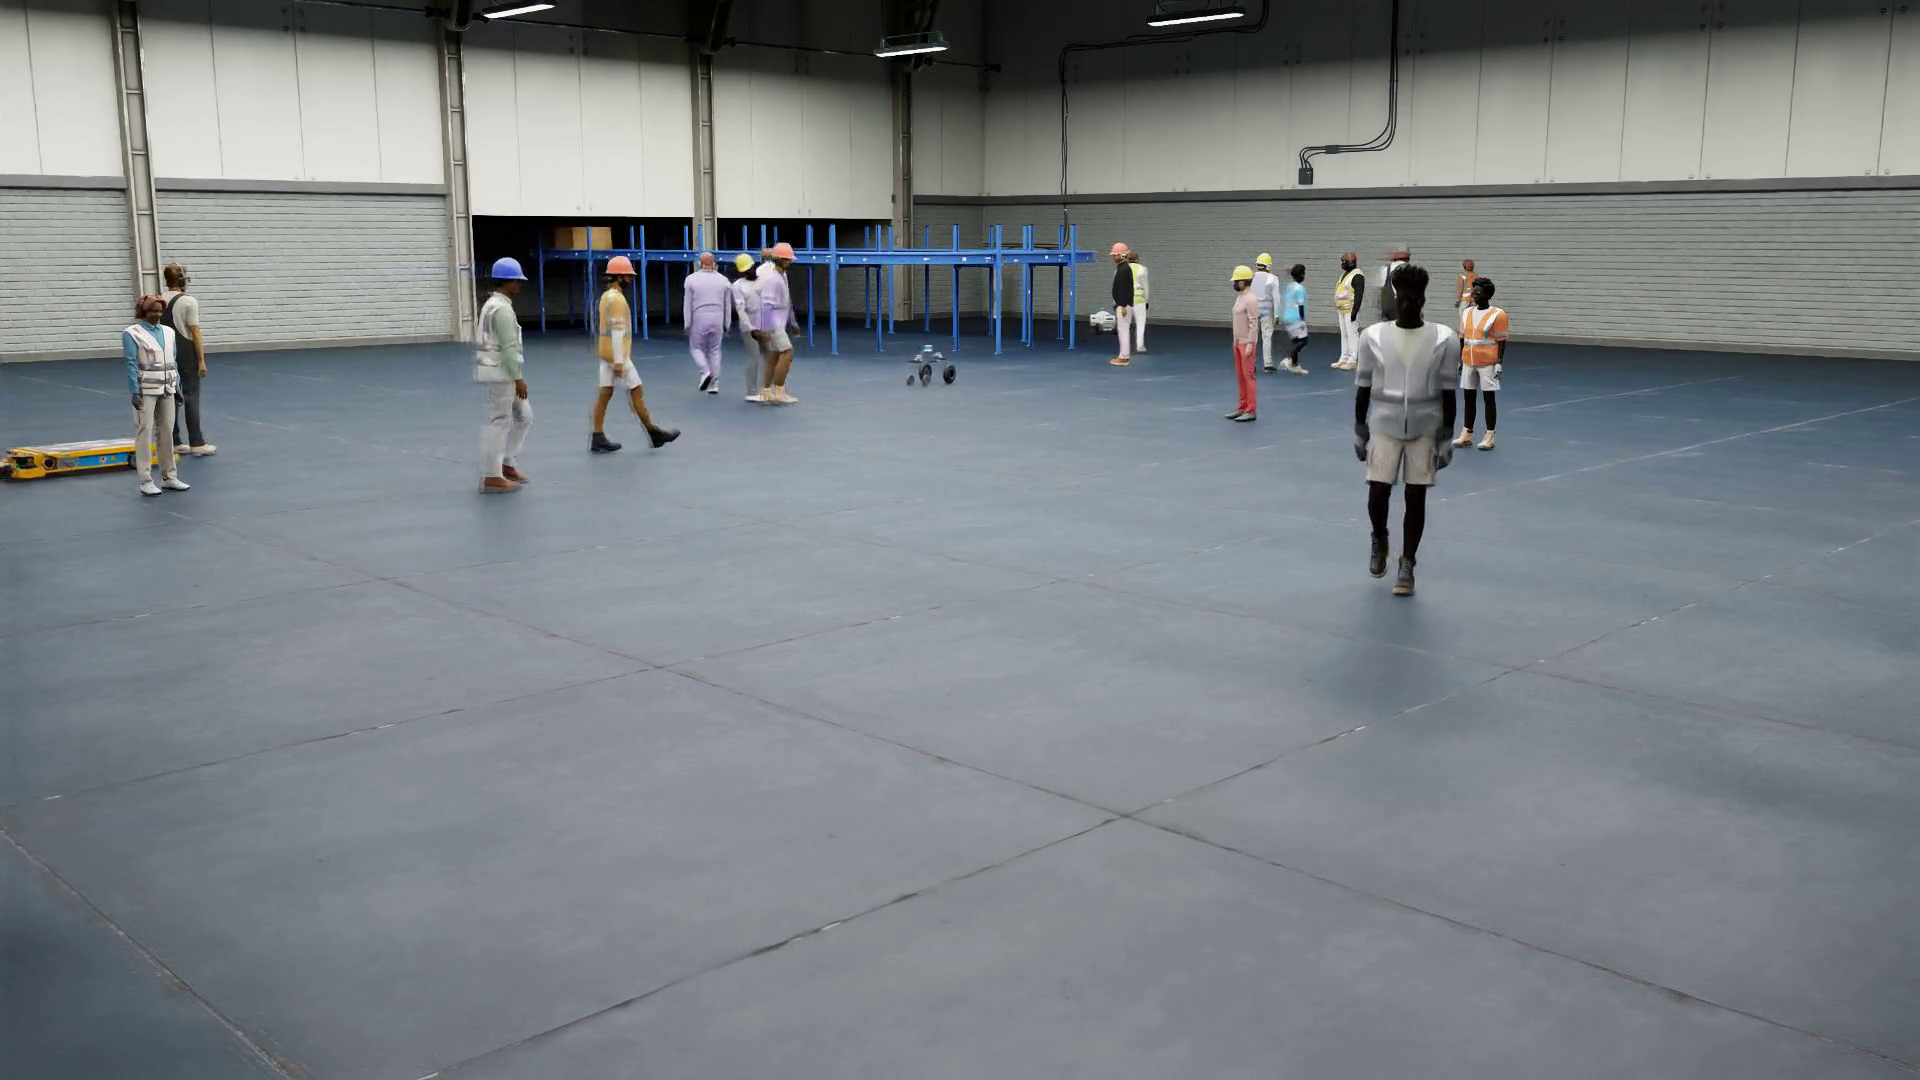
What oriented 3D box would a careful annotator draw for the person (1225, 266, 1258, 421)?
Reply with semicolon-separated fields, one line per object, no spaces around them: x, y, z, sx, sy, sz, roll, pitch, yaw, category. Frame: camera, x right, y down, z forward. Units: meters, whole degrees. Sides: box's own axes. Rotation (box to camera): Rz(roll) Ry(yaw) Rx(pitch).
3.231;-2.250;19.051;0.330;1.765;0.533;-2;11;-9;person

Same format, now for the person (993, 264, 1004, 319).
0.977;-6.415;42.236;0.333;1.592;0.697;0;10;2;person

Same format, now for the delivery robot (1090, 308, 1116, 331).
3.079;-4.740;35.792;0.477;0.478;0.707;-4;11;-18;delivery robot

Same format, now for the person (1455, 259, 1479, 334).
9.955;-4.682;32.649;0.512;1.642;0.311;-5;11;-24;person

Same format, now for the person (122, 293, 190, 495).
-6.629;-1.205;13.694;0.309;1.640;0.513;4;11;20;person

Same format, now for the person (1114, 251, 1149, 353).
3.096;-4.276;29.954;0.719;1.822;0.502;5;11;24;person

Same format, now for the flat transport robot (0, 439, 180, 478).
-7.959;-0.761;15.122;0.652;0.197;1.431;8;13;37;flat transport robot

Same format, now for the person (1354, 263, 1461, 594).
2.639;-0.656;9.866;0.605;1.951;0.438;3;11;16;person

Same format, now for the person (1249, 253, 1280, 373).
4.675;-3.513;25.750;0.601;1.830;0.404;6;12;31;person

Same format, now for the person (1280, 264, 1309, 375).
5.118;-3.338;25.204;0.433;1.687;0.552;-1;10;-8;person

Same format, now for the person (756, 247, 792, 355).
-3.347;-4.224;29.453;0.959;1.908;0.640;6;12;30;person

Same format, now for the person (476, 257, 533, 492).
-3.753;-1.361;13.777;0.552;1.927;0.607;-3;11;-17;person

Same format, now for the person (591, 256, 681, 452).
-3.238;-1.823;16.351;0.930;1.896;0.570;-5;12;-27;person

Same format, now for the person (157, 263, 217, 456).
-7.508;-1.735;16.029;0.517;1.842;0.326;3;11;14;person

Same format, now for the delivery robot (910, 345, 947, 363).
-0.447;-2.673;23.808;0.335;0.223;0.698;6;12;31;delivery robot

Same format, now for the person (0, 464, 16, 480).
-8.354;-1.296;13.517;1.022;1.878;0.566;-4;11;-20;person

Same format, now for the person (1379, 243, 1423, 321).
6.876;-3.572;25.624;0.997;2.000;0.737;-4;11;-20;person

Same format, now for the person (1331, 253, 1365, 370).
6.152;-3.627;26.368;0.430;1.838;0.620;-2;11;-9;person

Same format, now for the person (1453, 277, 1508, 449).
5.173;-1.756;16.543;0.317;1.695;0.540;-8;13;-37;person

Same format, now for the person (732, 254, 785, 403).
-2.553;-2.704;21.261;0.452;1.871;0.720;10;14;43;person

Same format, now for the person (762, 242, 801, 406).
-2.214;-2.675;20.687;0.662;2.016;0.642;1;10;3;person

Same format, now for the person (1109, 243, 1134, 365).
2.628;-3.870;27.305;0.429;1.982;0.636;0;10;-1;person

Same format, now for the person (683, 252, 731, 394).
-3.382;-2.906;22.283;0.668;1.889;0.448;-5;11;-25;person
